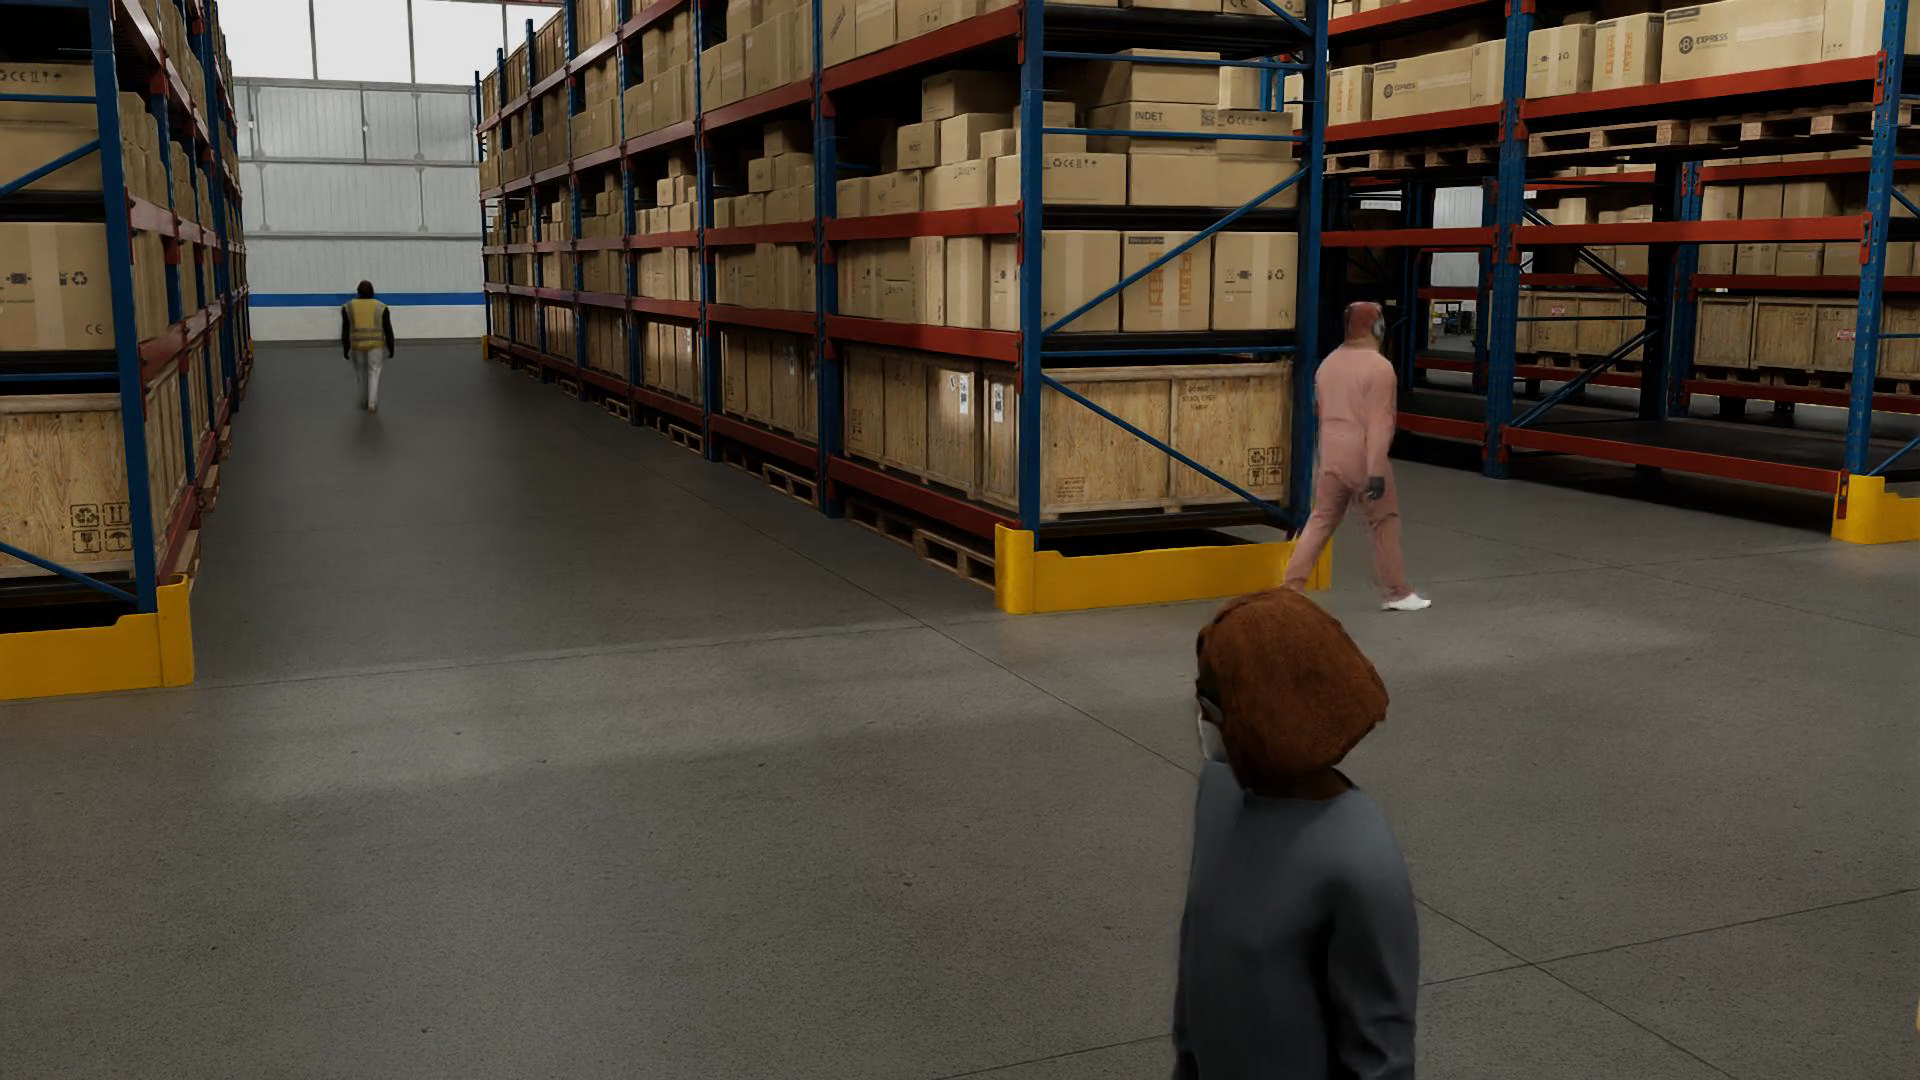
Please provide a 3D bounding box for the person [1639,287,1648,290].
[{"bbox_3d":[11.868,-3.691,29.173,0.484,1.805,0.613,-2,10,-12],"label":"person"}]

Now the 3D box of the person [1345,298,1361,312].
[{"bbox_3d":[6.527,-3.468,28.086,0.658,1.723,0.389,7,12,37],"label":"person"}]

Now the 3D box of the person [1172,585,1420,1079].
[{"bbox_3d":[0.448,0.867,2.394,0.287,1.633,0.498,-3,10,-20],"label":"person"}]

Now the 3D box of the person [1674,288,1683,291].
[{"bbox_3d":[17.575,-5.599,40.802,0.585,1.734,0.417,6,11,32],"label":"person"}]

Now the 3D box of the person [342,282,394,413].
[{"bbox_3d":[-8.214,-2.680,23.152,0.659,1.792,0.952,-2,10,-11],"label":"person"}]

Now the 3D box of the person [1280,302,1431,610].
[{"bbox_3d":[2.304,-0.468,9.800,1.005,1.859,0.652,-5,10,-25],"label":"person"}]
